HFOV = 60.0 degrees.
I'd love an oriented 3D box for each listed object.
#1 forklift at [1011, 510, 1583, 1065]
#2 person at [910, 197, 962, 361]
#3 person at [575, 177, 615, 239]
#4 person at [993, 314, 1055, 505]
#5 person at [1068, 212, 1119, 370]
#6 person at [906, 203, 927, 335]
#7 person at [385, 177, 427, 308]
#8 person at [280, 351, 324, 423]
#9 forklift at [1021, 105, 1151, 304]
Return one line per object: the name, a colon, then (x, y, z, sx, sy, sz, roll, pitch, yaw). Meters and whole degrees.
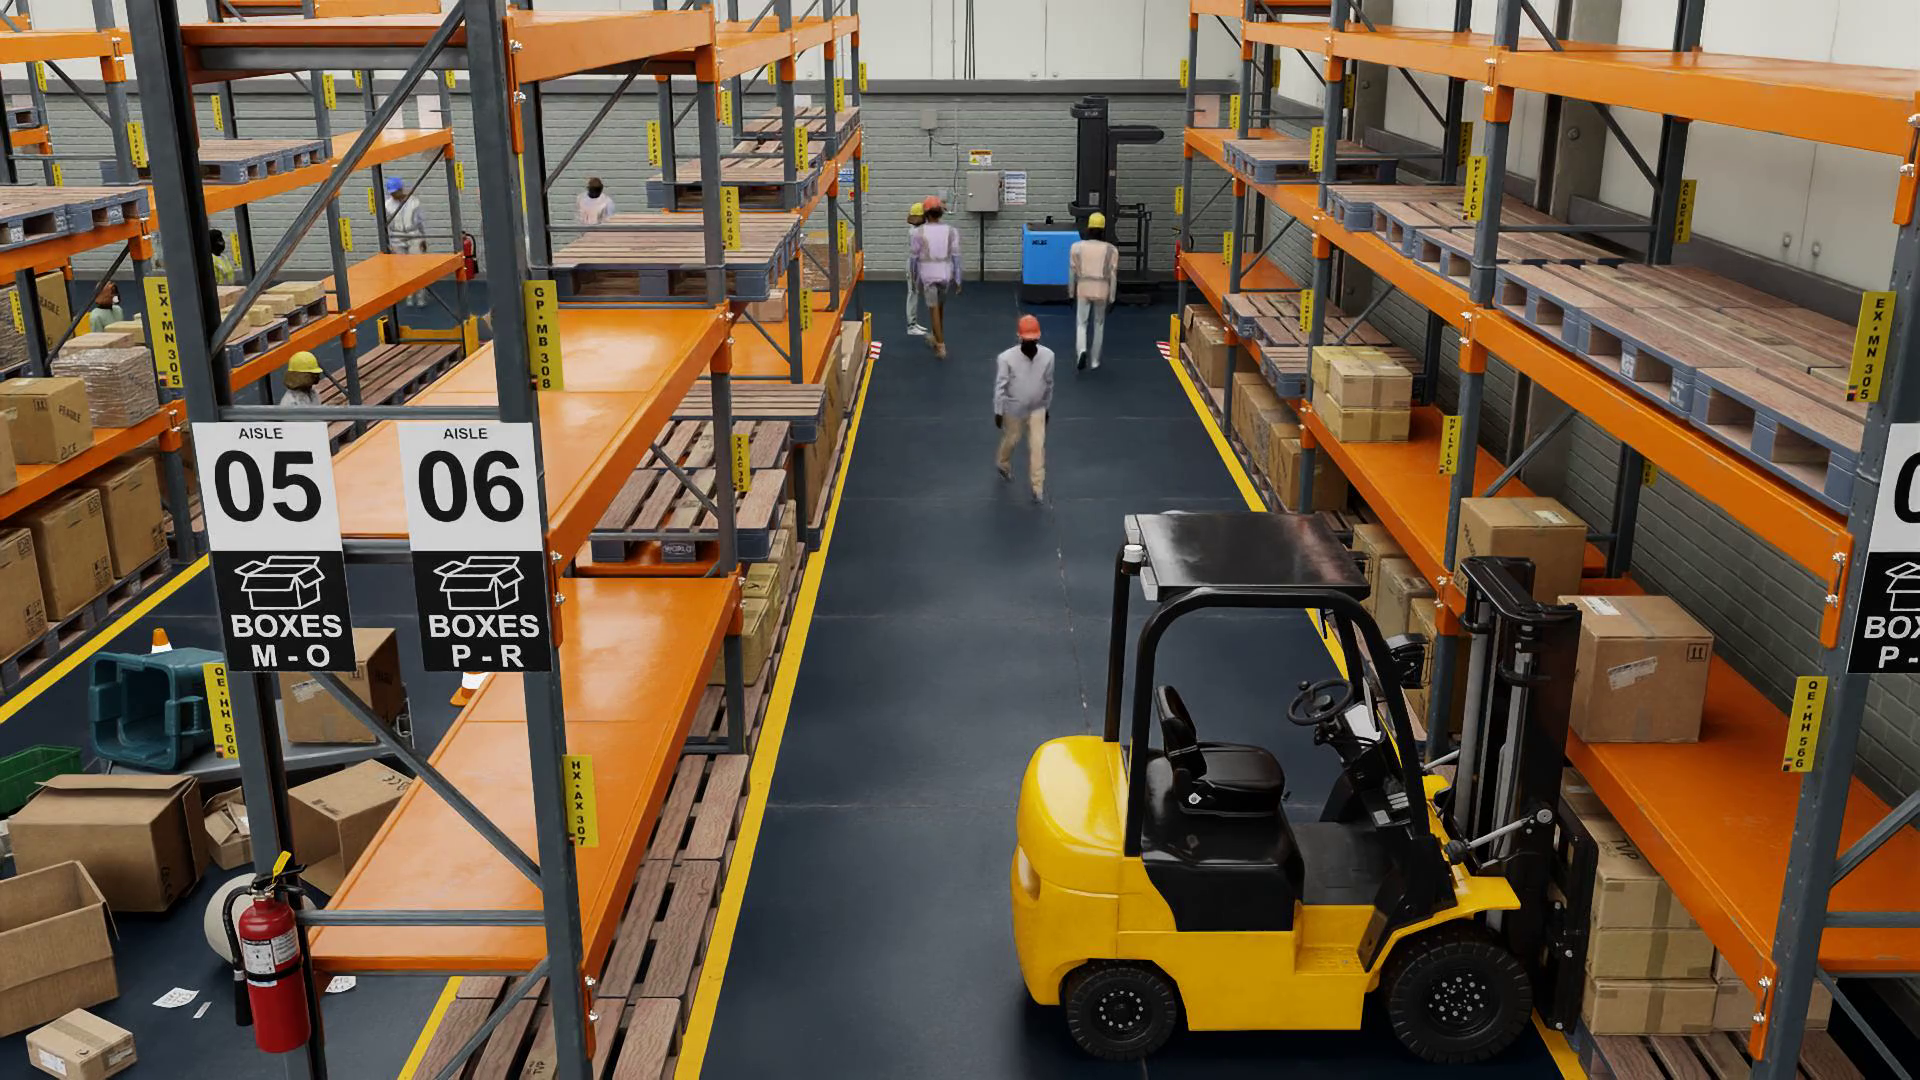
forklift: (1.387, 1.055, 7.378, 2.313, 2.155, 1.214, 0, 18, 0)
person: (-0.317, -3.284, 20.870, 0.609, 1.979, 1.026, -7, 19, -19)
person: (-5.411, -4.531, 24.893, 0.680, 1.803, 0.628, 6, 19, 17)
person: (0.560, -1.237, 15.084, 0.567, 1.707, 0.889, -5, 19, -16)
person: (1.595, -2.966, 19.973, 0.598, 1.914, 0.619, 2, 18, 6)
person: (-0.564, -3.629, 22.246, 0.319, 1.743, 0.488, 1, 18, 3)
person: (-8.005, -4.280, 23.964, 0.631, 1.897, 0.716, -6, 19, -16)
person: (-5.156, -0.644, 13.241, 0.321, 1.737, 0.484, 3, 19, 10)
forklift: (1.857, -4.944, 24.441, 1.873, 2.768, 1.129, 0, 18, 0)
